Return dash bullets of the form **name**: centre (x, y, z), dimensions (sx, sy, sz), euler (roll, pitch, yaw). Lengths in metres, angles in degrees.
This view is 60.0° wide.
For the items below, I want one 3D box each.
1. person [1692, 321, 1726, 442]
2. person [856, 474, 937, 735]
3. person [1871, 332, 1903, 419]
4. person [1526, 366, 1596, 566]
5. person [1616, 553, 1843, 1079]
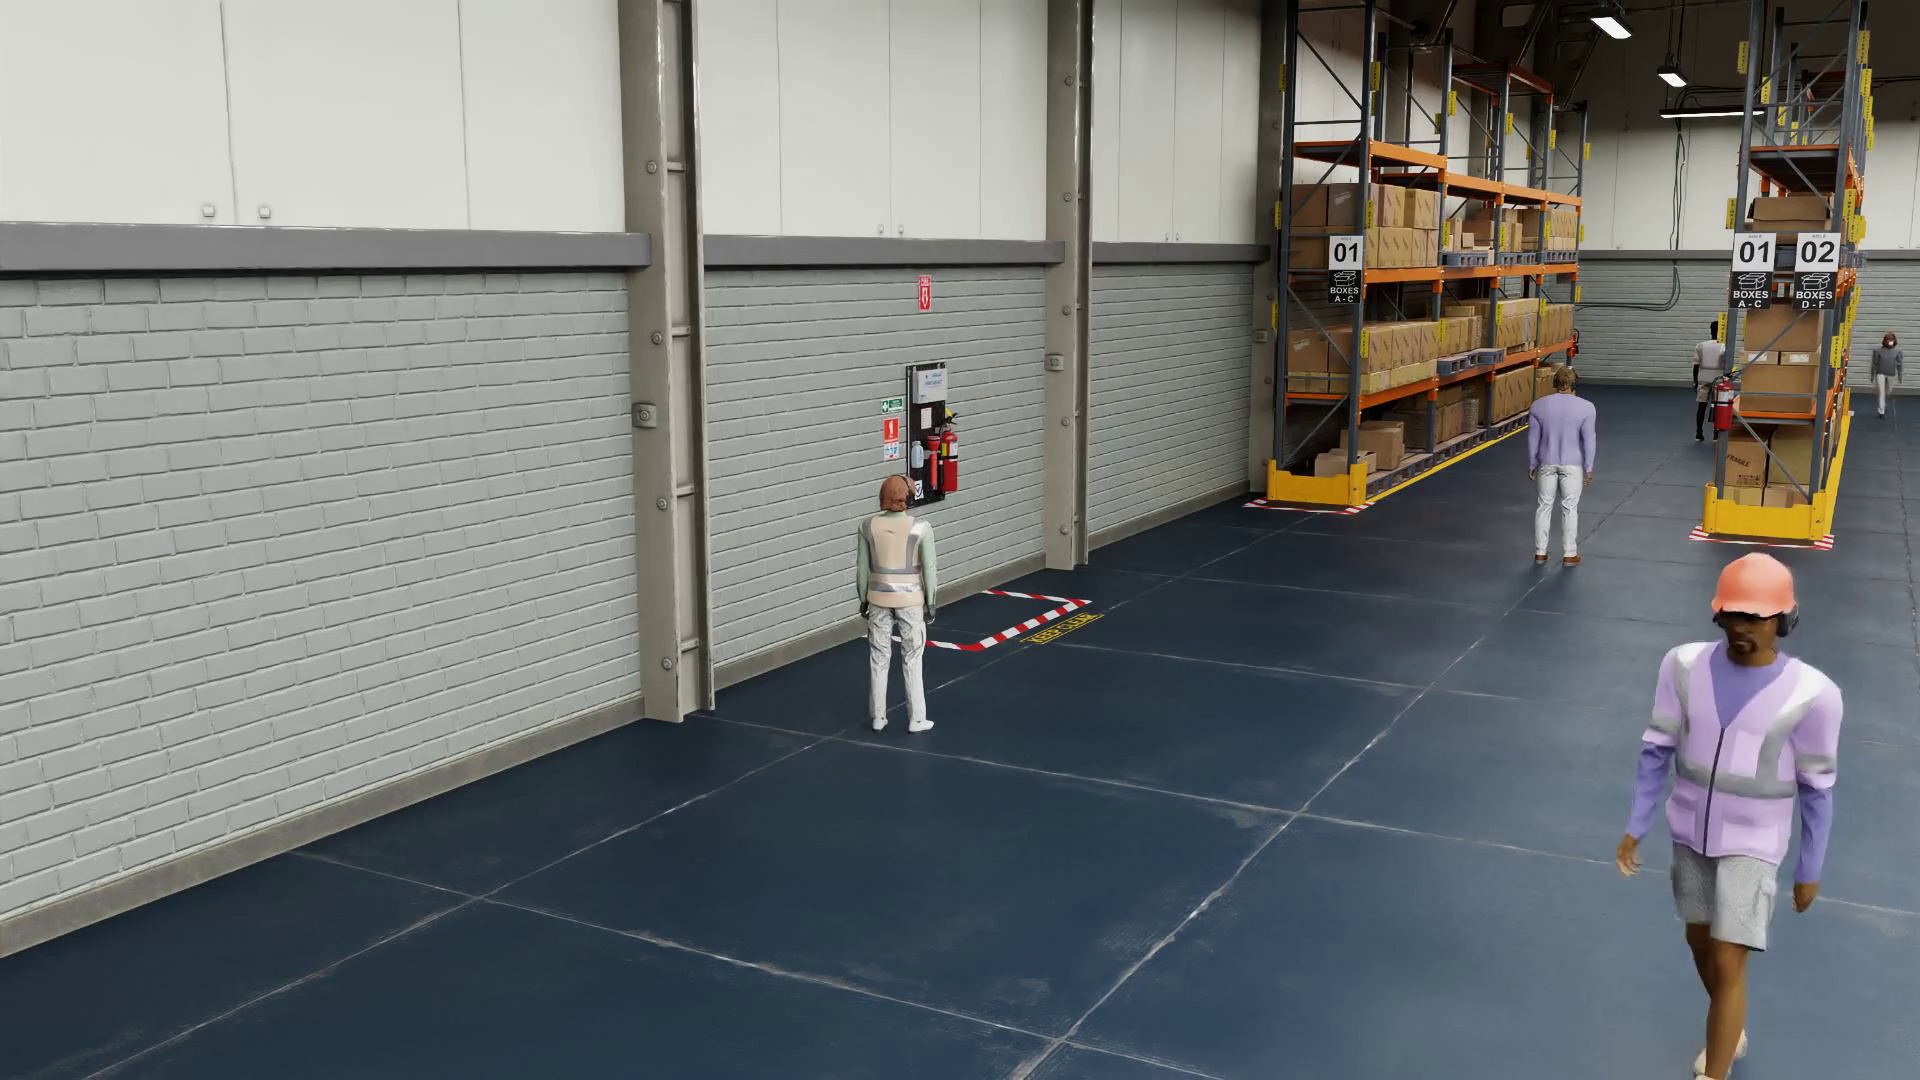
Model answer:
- **person**: centre (12.145, -2.559, 26.840), dimensions (0.612, 1.963, 0.363), euler (9, 13, 41)
- **person**: centre (-0.396, 0.405, 10.442), dimensions (0.523, 1.638, 0.311), euler (3, 10, 15)
- **person**: centre (17.160, -3.057, 30.836), dimensions (0.504, 1.605, 0.753), euler (2, 10, 14)
- **person**: centre (5.817, -0.713, 16.112), dimensions (0.638, 1.938, 0.357), euler (6, 11, 32)
- **person**: centre (2.663, 1.023, 5.764), dimensions (0.905, 2.008, 0.612), euler (-8, 13, -39)
